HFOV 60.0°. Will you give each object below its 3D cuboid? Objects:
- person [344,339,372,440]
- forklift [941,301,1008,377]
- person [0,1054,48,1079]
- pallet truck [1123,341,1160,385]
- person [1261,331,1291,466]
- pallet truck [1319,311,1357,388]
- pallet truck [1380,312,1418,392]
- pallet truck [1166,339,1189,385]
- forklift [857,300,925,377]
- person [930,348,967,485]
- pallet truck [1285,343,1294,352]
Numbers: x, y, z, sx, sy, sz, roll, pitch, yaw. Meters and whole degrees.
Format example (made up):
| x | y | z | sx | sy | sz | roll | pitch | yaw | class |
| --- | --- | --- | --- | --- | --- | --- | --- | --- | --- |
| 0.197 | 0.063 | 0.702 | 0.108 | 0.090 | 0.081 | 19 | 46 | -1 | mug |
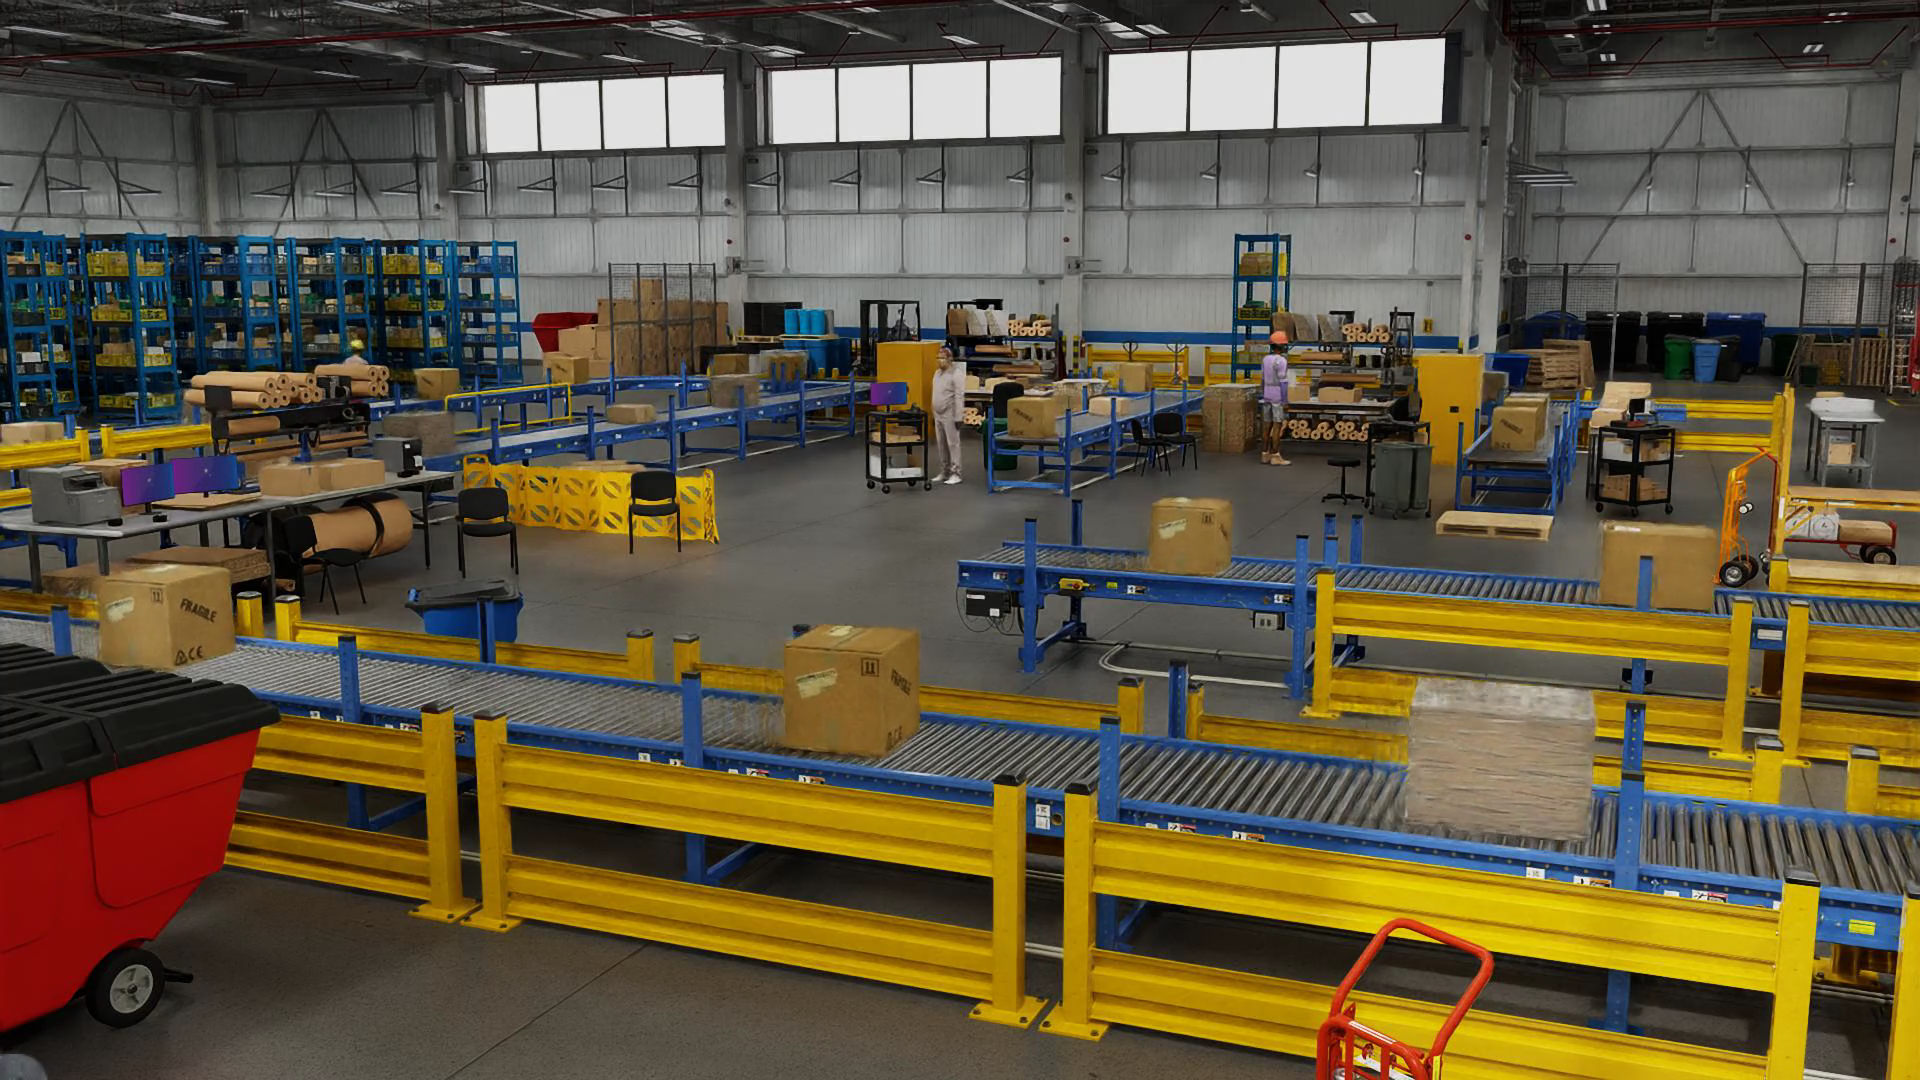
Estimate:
| x | y | z | sx | sy | sz | roll | pitch | yaw | class |
| --- | --- | --- | --- | --- | --- | --- | --- | --- | --- |
| -10.420 | -2.601 | 28.881 | 0.545 | 1.753 | 0.364 | 4 | 10 | 25 | person |
| 0.365 | -4.966 | 41.571 | 1.157 | 1.987 | 2.680 | 3 | 10 | 20 | forklift |
| -2.171 | 1.642 | 3.583 | 0.600 | 1.626 | 0.322 | -4 | 10 | -21 | person |
| 4.445 | -4.380 | 41.279 | 0.680 | 1.201 | 1.601 | 4 | 10 | 22 | pallet truck |
| 4.808 | -2.139 | 25.235 | 0.372 | 2.042 | 0.615 | -4 | 10 | -22 | person |
| 9.071 | -4.419 | 39.190 | 0.823 | 1.965 | 1.885 | 5 | 10 | 26 | pallet truck |
| 10.207 | -4.283 | 38.369 | 0.823 | 1.965 | 1.885 | 3 | 10 | 20 | pallet truck |
| 5.418 | -4.269 | 40.420 | 0.704 | 1.261 | 1.522 | 3 | 10 | 20 | pallet truck |
| -1.732 | -5.109 | 42.468 | 1.157 | 1.987 | 2.680 | 4 | 10 | 22 | forklift |
| -0.187 | -1.727 | 23.191 | 0.400 | 1.899 | 0.646 | -6 | 11 | -34 | person |
| 7.886 | -4.163 | 39.743 | 0.653 | 1.274 | 1.630 | 4 | 10 | 22 | pallet truck |
